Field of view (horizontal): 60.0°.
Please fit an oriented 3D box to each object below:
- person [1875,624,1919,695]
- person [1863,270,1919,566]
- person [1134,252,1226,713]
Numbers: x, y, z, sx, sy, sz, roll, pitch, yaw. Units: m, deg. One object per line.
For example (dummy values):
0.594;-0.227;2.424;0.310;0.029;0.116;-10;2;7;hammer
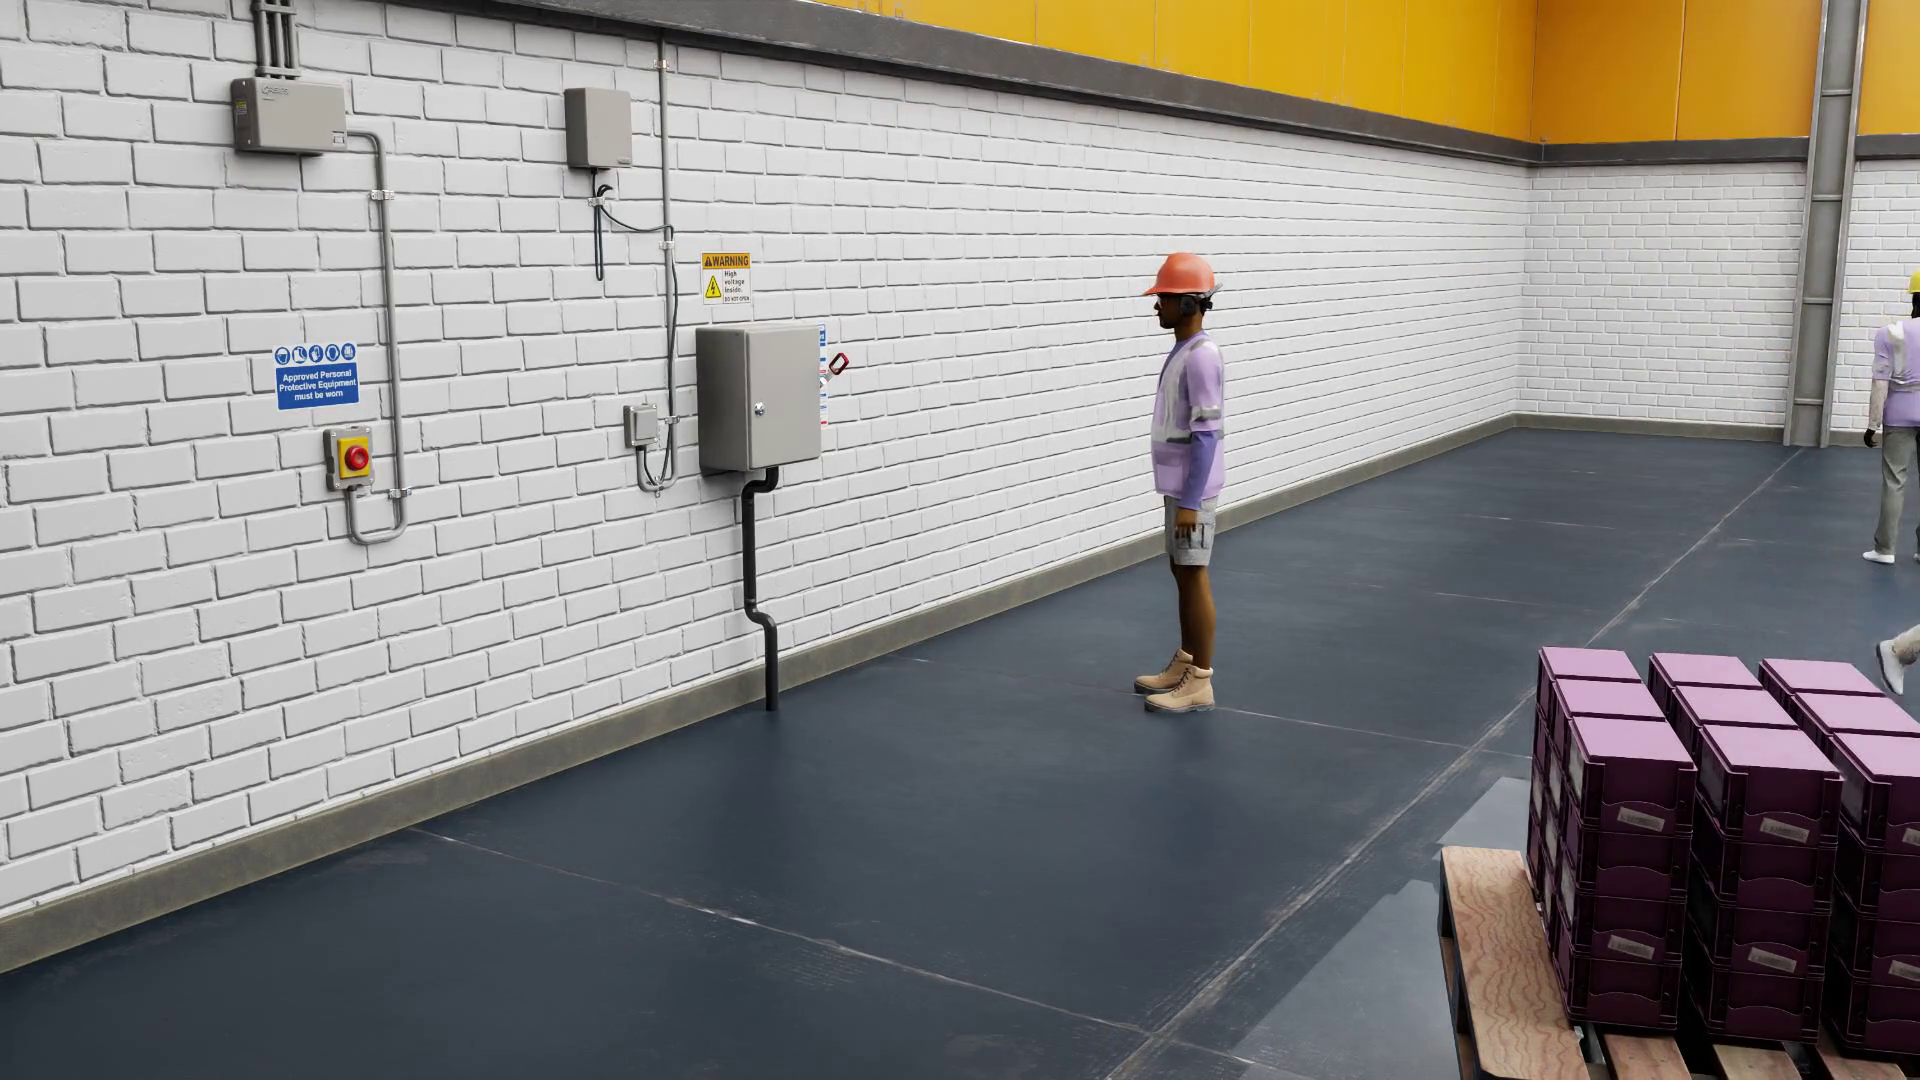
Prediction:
4.489;-0.025;7.366;0.553;1.617;0.525;9;13;40;person
6.162;-0.786;10.737;0.592;1.926;0.366;2;10;9;person
0.989;-0.247;7.429;0.377;2.045;0.605;0;10;0;person
